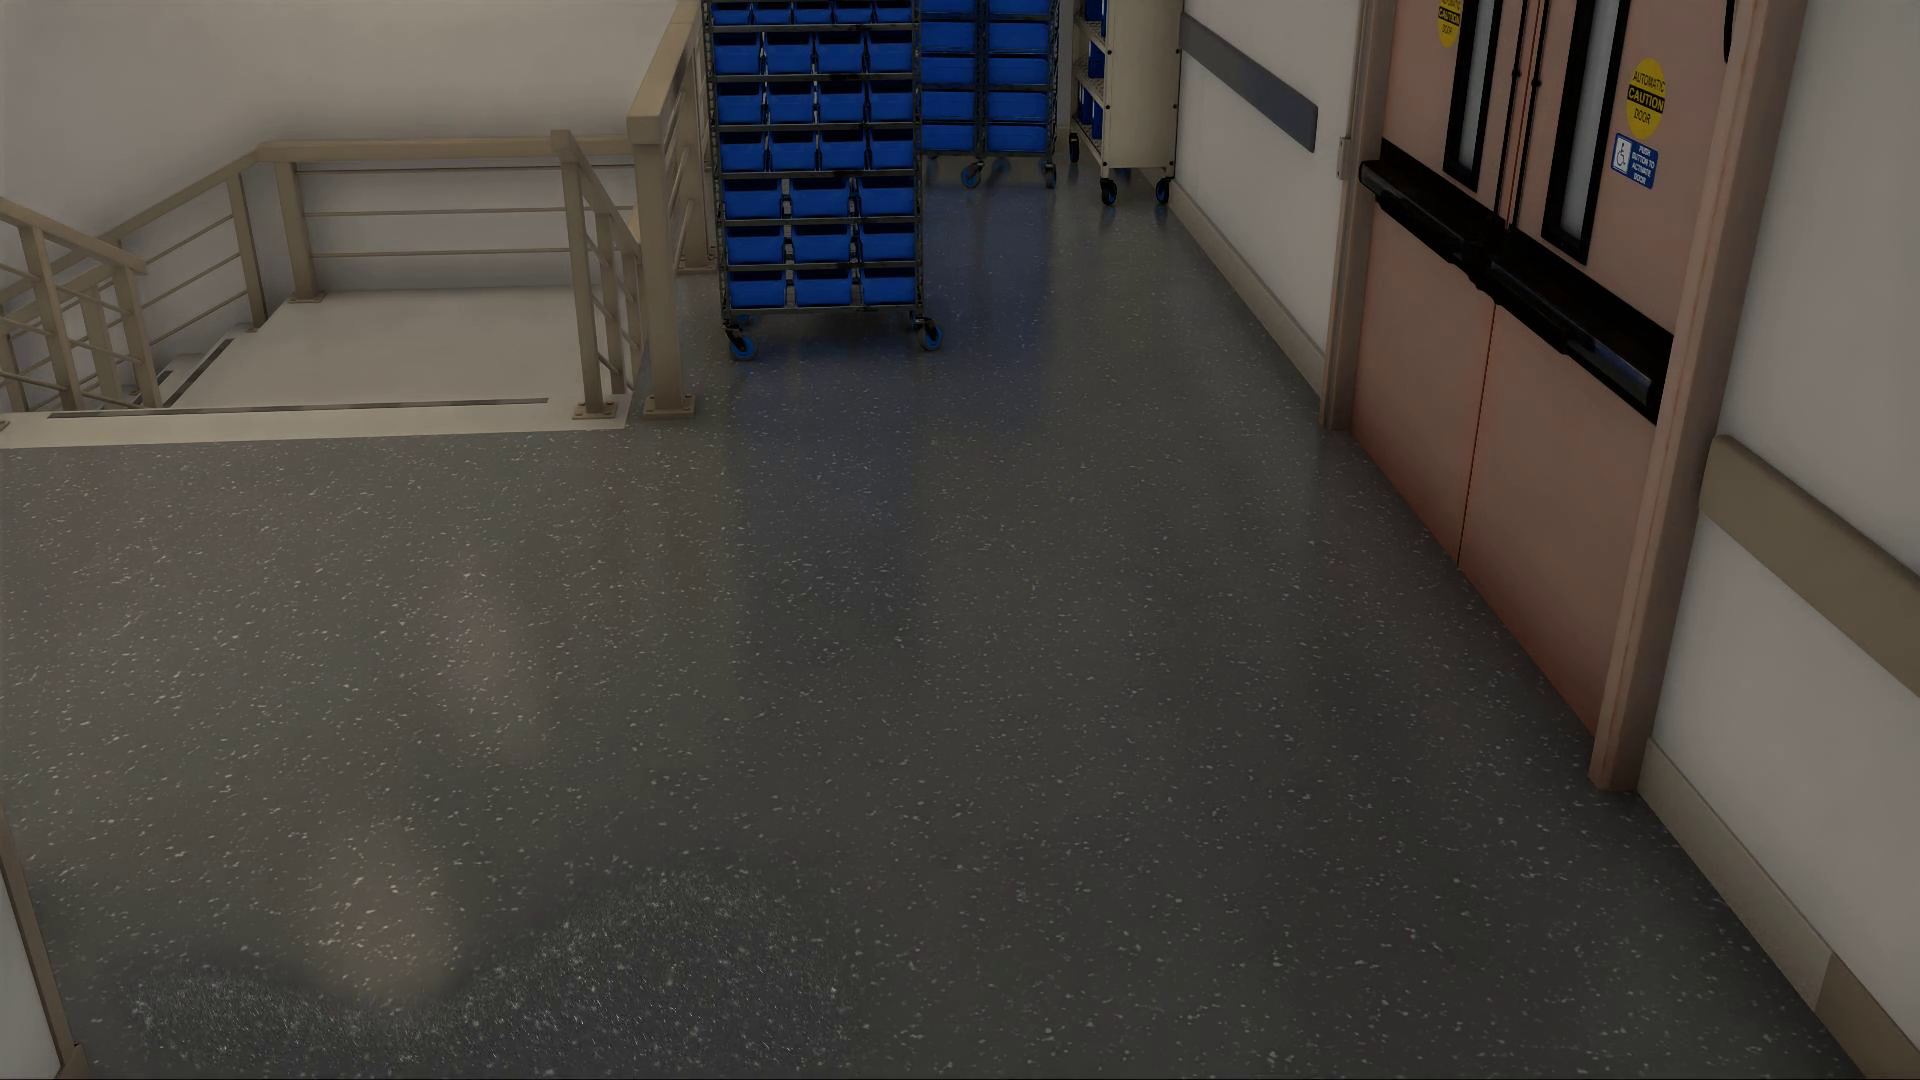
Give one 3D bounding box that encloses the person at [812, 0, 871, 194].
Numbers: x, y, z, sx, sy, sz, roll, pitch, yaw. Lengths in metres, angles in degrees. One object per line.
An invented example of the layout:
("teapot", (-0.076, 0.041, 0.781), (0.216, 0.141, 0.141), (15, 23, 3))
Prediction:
("person", (-0.645, -2.891, 9.423), (0.782, 1.825, 0.739), (-12, 28, -24))
